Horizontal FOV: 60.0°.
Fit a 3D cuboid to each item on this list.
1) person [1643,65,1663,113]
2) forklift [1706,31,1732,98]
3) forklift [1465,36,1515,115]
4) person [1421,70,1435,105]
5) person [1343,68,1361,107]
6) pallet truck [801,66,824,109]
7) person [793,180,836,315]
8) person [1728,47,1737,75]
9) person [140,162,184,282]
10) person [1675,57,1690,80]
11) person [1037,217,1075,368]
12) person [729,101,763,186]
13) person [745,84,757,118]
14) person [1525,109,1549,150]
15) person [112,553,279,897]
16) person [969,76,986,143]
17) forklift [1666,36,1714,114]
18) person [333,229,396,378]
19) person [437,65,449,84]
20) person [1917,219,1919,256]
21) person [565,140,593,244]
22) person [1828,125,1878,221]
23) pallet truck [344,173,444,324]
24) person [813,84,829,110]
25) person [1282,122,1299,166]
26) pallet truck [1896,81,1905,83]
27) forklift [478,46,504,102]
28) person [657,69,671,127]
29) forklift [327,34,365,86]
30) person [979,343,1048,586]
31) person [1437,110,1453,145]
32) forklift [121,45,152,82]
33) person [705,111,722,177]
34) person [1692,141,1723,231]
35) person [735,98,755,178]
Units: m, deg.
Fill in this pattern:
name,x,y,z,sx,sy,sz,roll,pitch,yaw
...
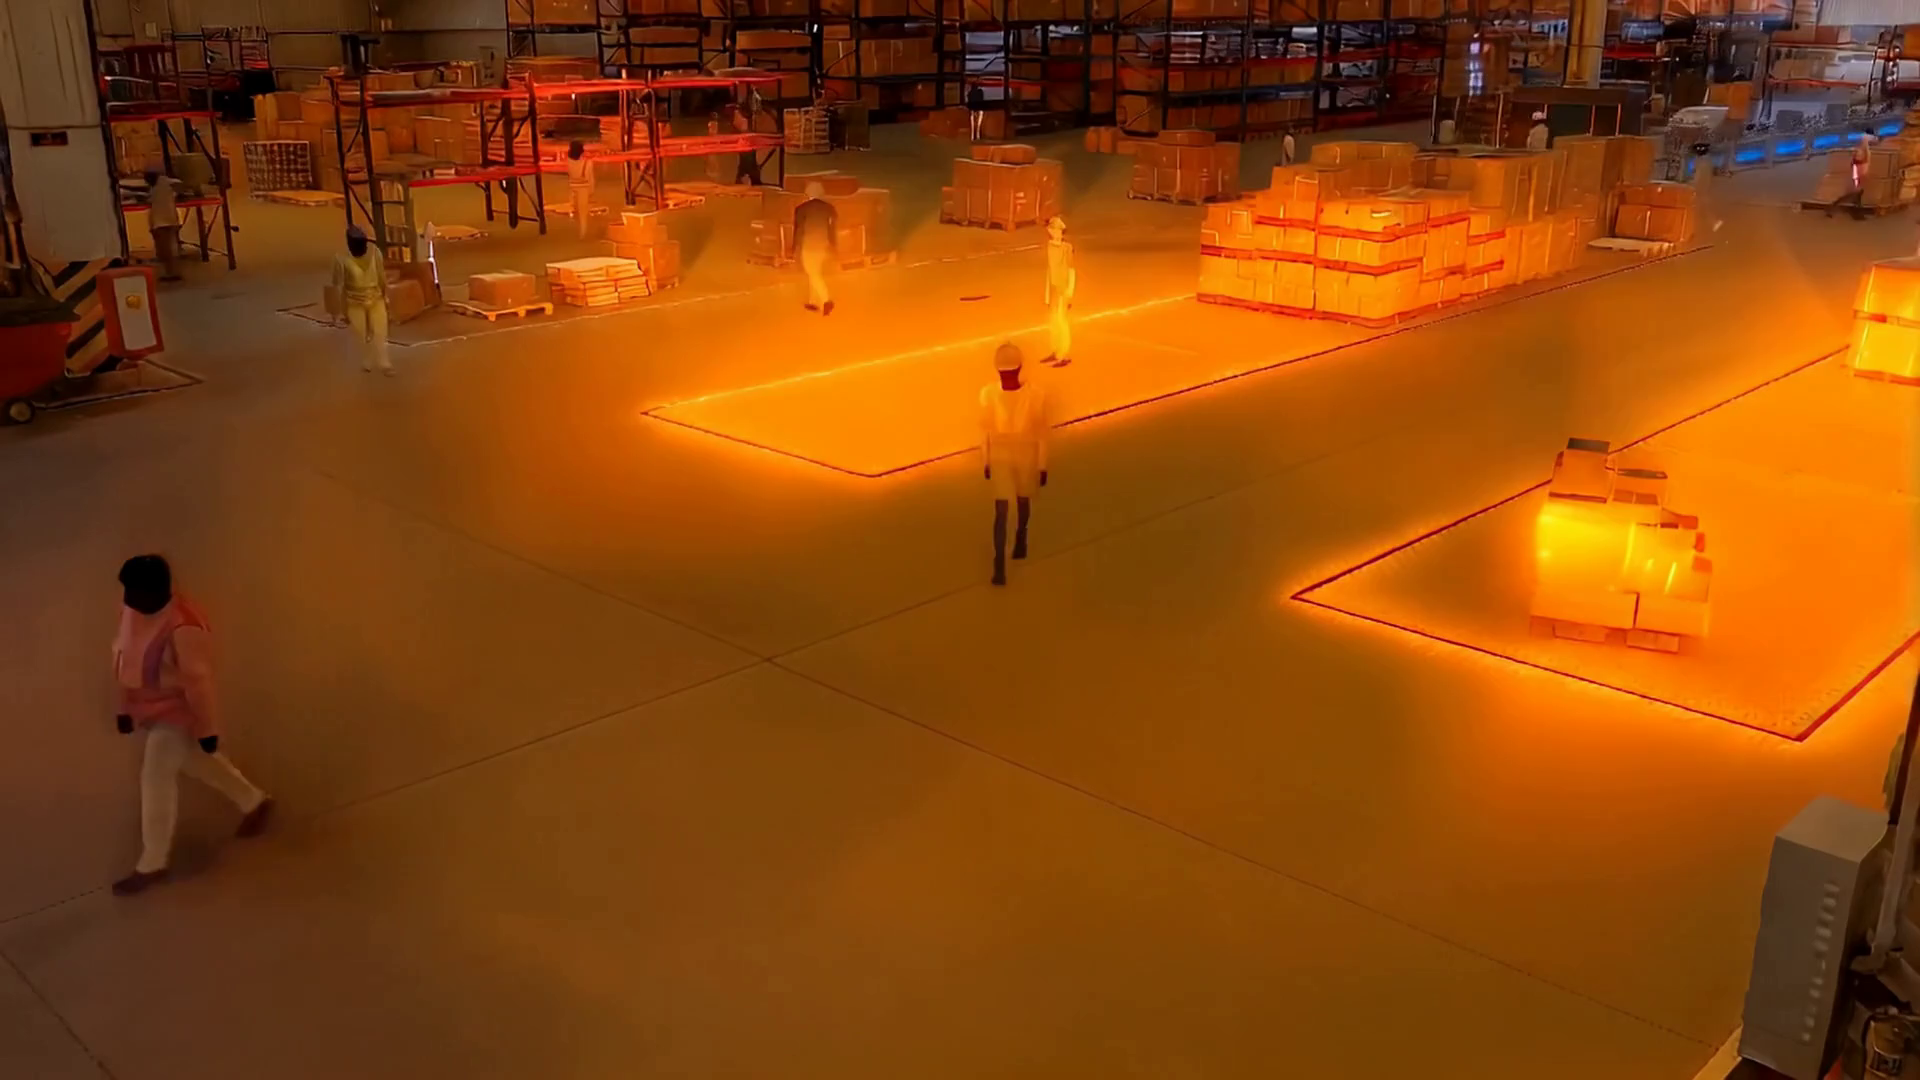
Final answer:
name,x,y,z,sx,sy,sz,roll,pitch,yaw
person,24.812,-16.049,59.670,0.886,1.909,0.555,3,19,8
forklift,31.710,-19.759,69.314,1.873,2.768,1.129,13,23,35
forklift,19.973,-17.201,61.605,1.873,2.768,1.129,16,24,40
person,17.288,-16.474,61.335,0.529,1.658,0.877,-10,21,-29
person,15.290,-17.485,64.462,0.494,1.600,0.834,-13,22,-34
pallet truck,-4.812,-15.182,56.903,0.823,1.965,1.885,-9,21,-26
person,-2.046,-4.200,23.956,0.629,1.917,0.883,-13,22,-34
person,34.835,-21.312,75.403,0.449,1.972,0.621,-17,25,-41
person,-12.835,-5.074,26.579,0.652,1.904,0.606,-4,19,-12
person,30.953,-19.823,71.257,0.551,1.751,0.427,16,24,40
person,1.213,-3.066,20.609,0.327,1.865,0.514,-11,21,-30
person,-5.092,-9.439,39.532,1.008,2.000,0.685,7,19,19
person,-6.700,-13.679,52.861,0.603,1.675,0.562,10,21,28
person,12.987,-8.782,37.736,0.541,1.912,0.786,-12,22,-31
person,-4.116,0.892,8.784,0.624,1.807,0.932,17,25,41
person,0.541,-13.132,50.729,0.384,1.993,0.623,-16,24,-39
forklift,27.341,-17.291,61.877,1.129,2.768,1.873,17,25,41
person,-7.146,-2.836,20.016,0.638,1.799,0.880,-13,22,-33
person,-18.352,-15.940,59.274,0.351,1.942,0.547,5,19,15
person,16.274,-5.407,27.578,0.620,1.923,0.983,-13,22,-34
person,-7.024,-6.413,30.674,0.600,1.873,0.424,7,20,20
person,18.138,-7.436,33.703,0.671,1.921,0.549,12,22,33
pallet truck,-8.209,-4.181,23.757,0.823,1.965,1.885,3,19,9
person,-4.409,-13.616,52.742,0.513,1.642,0.311,3,19,8
person,6.934,-7.851,35.016,0.313,1.869,0.528,0,18,1
pallet truck,34.802,-16.331,61.455,0.653,1.274,1.630,17,25,41
forklift,-14.397,-13.832,51.456,1.129,2.768,1.873,17,25,41
person,-10.086,-15.047,56.636,0.589,1.912,0.391,13,23,35
forklift,-23.611,-18.249,64.764,1.129,2.768,1.873,17,25,41
person,0.430,-0.657,13.323,0.565,1.889,0.986,2,18,7
person,12.307,-10.084,42.177,0.508,1.599,0.844,-8,20,-22
forklift,-25.631,-14.025,52.038,1.129,2.768,1.873,12,22,32
person,-6.114,-9.907,41.601,0.605,1.618,0.525,-12,22,-32
person,14.313,-6.757,31.924,0.534,1.749,0.669,-16,24,-40
person,-5.322,-10.024,41.457,0.635,1.936,0.355,13,22,33
